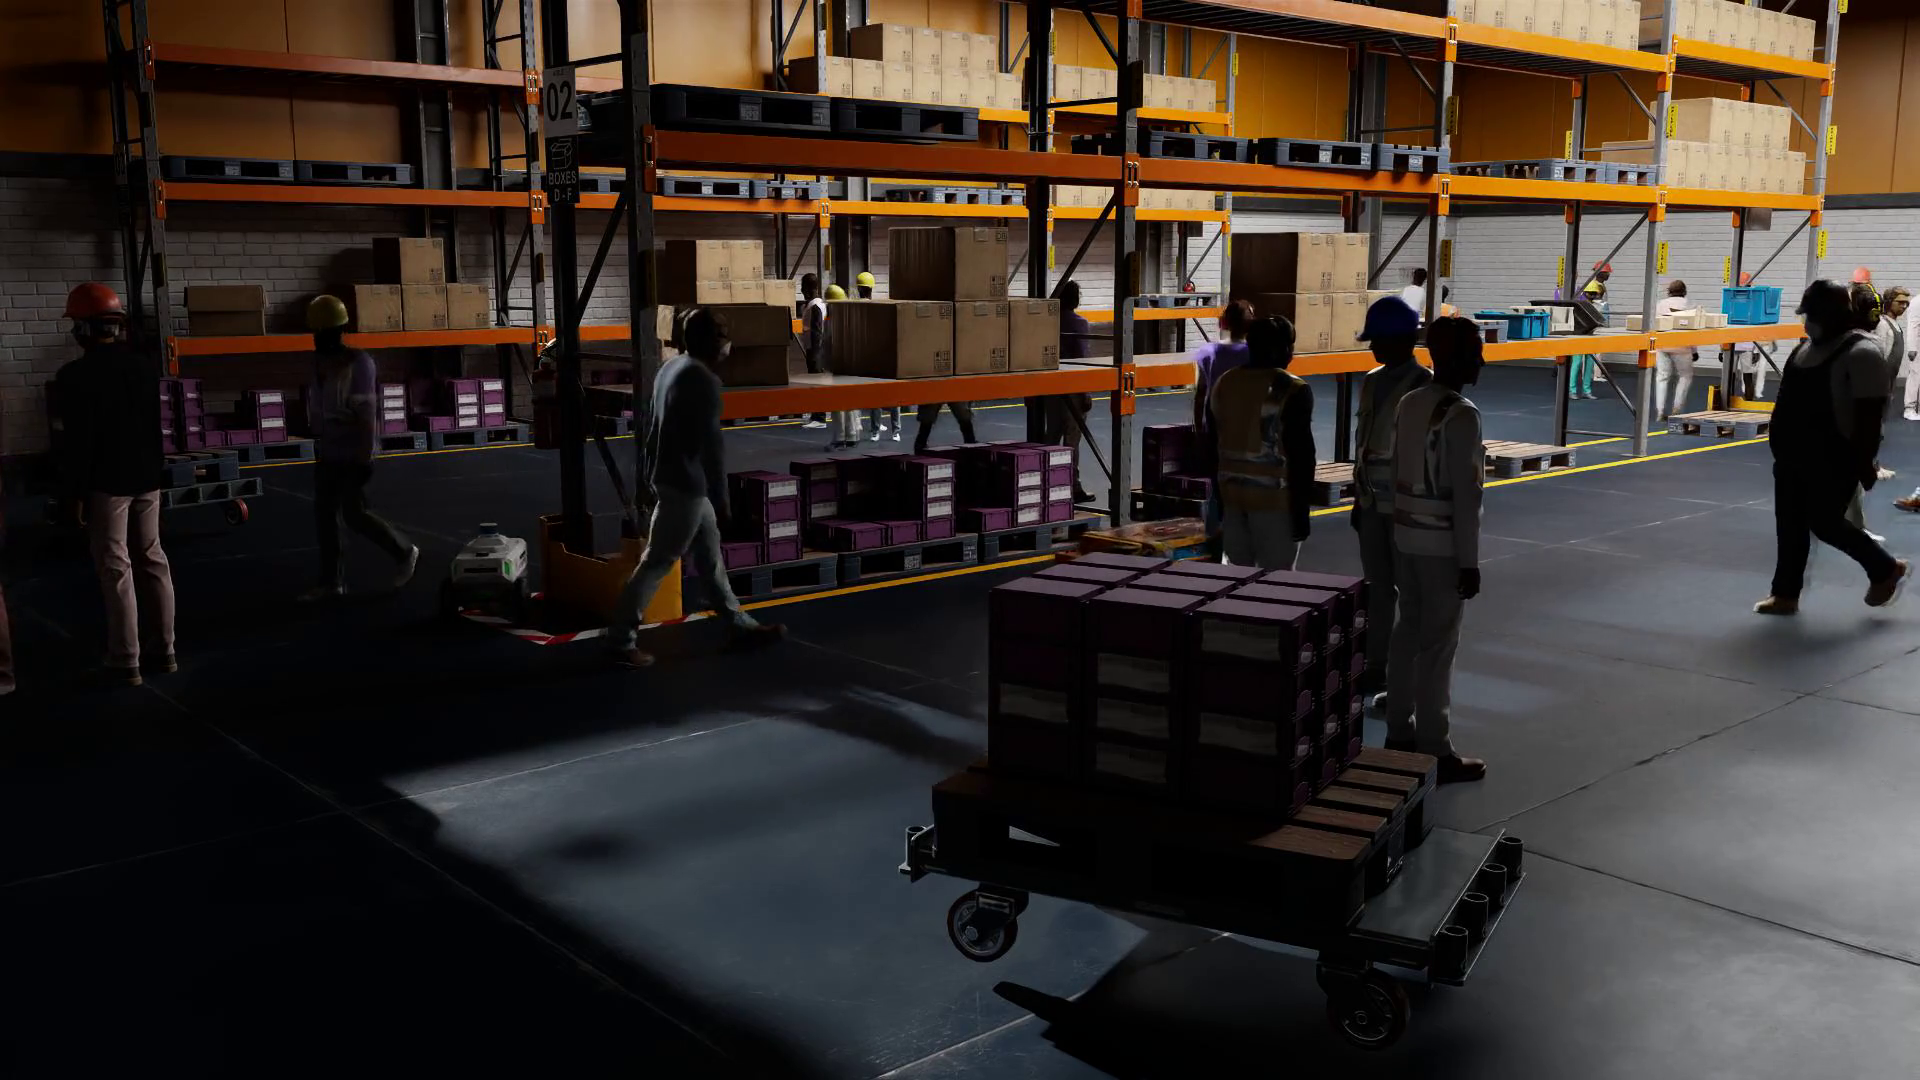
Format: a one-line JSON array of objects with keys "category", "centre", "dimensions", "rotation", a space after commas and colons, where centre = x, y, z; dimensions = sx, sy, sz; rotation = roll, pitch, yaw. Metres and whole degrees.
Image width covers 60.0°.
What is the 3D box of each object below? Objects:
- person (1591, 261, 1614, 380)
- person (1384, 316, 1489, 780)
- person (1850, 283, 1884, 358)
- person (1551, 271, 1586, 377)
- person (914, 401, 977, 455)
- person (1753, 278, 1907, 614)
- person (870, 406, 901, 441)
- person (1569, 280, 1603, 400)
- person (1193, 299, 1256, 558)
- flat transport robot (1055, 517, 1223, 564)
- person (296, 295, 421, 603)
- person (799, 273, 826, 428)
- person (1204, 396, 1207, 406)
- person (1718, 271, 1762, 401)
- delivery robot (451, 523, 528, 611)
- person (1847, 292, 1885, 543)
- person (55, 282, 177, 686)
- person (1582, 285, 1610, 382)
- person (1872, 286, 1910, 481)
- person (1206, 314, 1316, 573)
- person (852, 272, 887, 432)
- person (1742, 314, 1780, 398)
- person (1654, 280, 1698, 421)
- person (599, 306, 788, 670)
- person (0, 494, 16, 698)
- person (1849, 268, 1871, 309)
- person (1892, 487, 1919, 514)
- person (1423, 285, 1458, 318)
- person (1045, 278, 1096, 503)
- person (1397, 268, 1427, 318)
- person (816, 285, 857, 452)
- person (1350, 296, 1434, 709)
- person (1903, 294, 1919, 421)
[{"category": "person", "centre": [11.009, -3.777, 28.653], "dimensions": [0.385, 2.039, 0.616], "rotation": [6, 12, 33]}, {"category": "person", "centre": [1.957, 0.030, 6.818], "dimensions": [0.337, 1.882, 0.584], "rotation": [-2, 10, -12]}, {"category": "person", "centre": [8.569, -1.514, 15.898], "dimensions": [0.327, 1.874, 0.519], "rotation": [-8, 12, -37]}, {"category": "person", "centre": [10.686, -3.817, 29.189], "dimensions": [0.549, 1.936, 0.376], "rotation": [5, 11, 25]}, {"category": "person", "centre": [-0.077, -1.397, 15.168], "dimensions": [0.700, 1.900, 0.514], "rotation": [-5, 11, -25]}, {"category": "person", "centre": [5.105, -0.546, 9.737], "dimensions": [0.729, 2.000, 0.707], "rotation": [-2, 10, -10]}, {"category": "person", "centre": [-0.868, -1.937, 19.099], "dimensions": [0.495, 1.622, 0.294], "rotation": [0, 10, 0]}, {"category": "person", "centre": [9.290, -2.953, 24.632], "dimensions": [0.533, 1.767, 0.326], "rotation": [-3, 10, -16]}, {"category": "person", "centre": [1.908, -0.732, 11.436], "dimensions": [0.571, 1.829, 0.445], "rotation": [6, 11, 31]}, {"category": "flat transport robot", "centre": [1.387, 0.029, 11.541], "dimensions": [1.431, 0.197, 0.652], "rotation": [-9, 13, -42]}, {"category": "person", "centre": [-3.764, -0.565, 10.290], "dimensions": [0.601, 1.904, 0.653], "rotation": [6, 12, 33]}, {"category": "person", "centre": [-1.803, -2.345, 20.628], "dimensions": [0.391, 1.919, 0.593], "rotation": [-2, 10, -11]}, {"category": "person", "centre": [3.742, -2.599, 22.716], "dimensions": [0.888, 1.706, 0.539], "rotation": [-3, 10, -19]}, {"category": "person", "centre": [9.973, -2.462, 21.288], "dimensions": [0.380, 1.929, 0.543], "rotation": [-9, 13, -43]}, {"category": "delivery robot", "centre": [-2.757, 0.143, 9.773], "dimensions": [0.477, 0.478, 0.707], "rotation": [-1, 10, -6]}, {"category": "person", "centre": [6.696, -0.912, 12.400], "dimensions": [0.329, 1.865, 0.508], "rotation": [-3, 10, -15]}, {"category": "person", "centre": [-4.207, -0.271, 8.258], "dimensions": [0.392, 1.995, 0.612], "rotation": [3, 10, 16]}, {"category": "person", "centre": [10.789, -3.503, 28.228], "dimensions": [0.306, 1.637, 0.522], "rotation": [-5, 11, -28]}, {"category": "person", "centre": [8.807, -1.491, 15.856], "dimensions": [0.346, 1.841, 0.506], "rotation": [8, 12, 39]}, {"category": "person", "centre": [1.492, -0.178, 8.168], "dimensions": [0.430, 1.844, 0.623], "rotation": [-7, 12, -37]}, {"category": "person", "centre": [-1.148, -2.270, 20.160], "dimensions": [0.585, 1.928, 0.369], "rotation": [3, 10, 18]}, {"category": "person", "centre": [12.030, -2.952, 25.034], "dimensions": [0.522, 1.626, 0.380], "rotation": [2, 10, 14]}, {"category": "person", "centre": [9.238, -2.446, 21.500], "dimensions": [0.537, 1.819, 0.652], "rotation": [-9, 13, -41]}, {"category": "person", "centre": [-1.413, -0.262, 8.594], "dimensions": [1.063, 1.869, 0.649], "rotation": [-5, 11, -27]}, {"category": "person", "centre": [-4.752, -0.152, 7.839], "dimensions": [0.695, 1.896, 0.437], "rotation": [7, 12, 35]}, {"category": "person", "centre": [11.786, -2.605, 21.998], "dimensions": [0.657, 1.962, 0.652], "rotation": [8, 13, 40]}, {"category": "person", "centre": [8.235, -1.097, 13.498], "dimensions": [1.006, 1.867, 0.680], "rotation": [3, 10, 19]}, {"category": "person", "centre": [7.163, -2.957, 24.857], "dimensions": [0.539, 1.696, 0.317], "rotation": [2, 10, 10]}, {"category": "person", "centre": [0.922, -1.290, 14.390], "dimensions": [0.368, 1.940, 0.633], "rotation": [-8, 12, -38]}, {"category": "person", "centre": [7.429, -3.540, 27.608], "dimensions": [0.750, 1.939, 0.374], "rotation": [3, 10, 19]}, {"category": "person", "centre": [-1.374, -1.866, 18.176], "dimensions": [0.665, 1.806, 0.593], "rotation": [-6, 11, -32]}, {"category": "person", "centre": [2.048, -0.174, 7.860], "dimensions": [0.410, 1.937, 0.605], "rotation": [-4, 10, -21]}, {"category": "person", "centre": [12.561, -2.498, 21.559], "dimensions": [0.654, 1.906, 0.408], "rotation": [-4, 11, -23]}]
